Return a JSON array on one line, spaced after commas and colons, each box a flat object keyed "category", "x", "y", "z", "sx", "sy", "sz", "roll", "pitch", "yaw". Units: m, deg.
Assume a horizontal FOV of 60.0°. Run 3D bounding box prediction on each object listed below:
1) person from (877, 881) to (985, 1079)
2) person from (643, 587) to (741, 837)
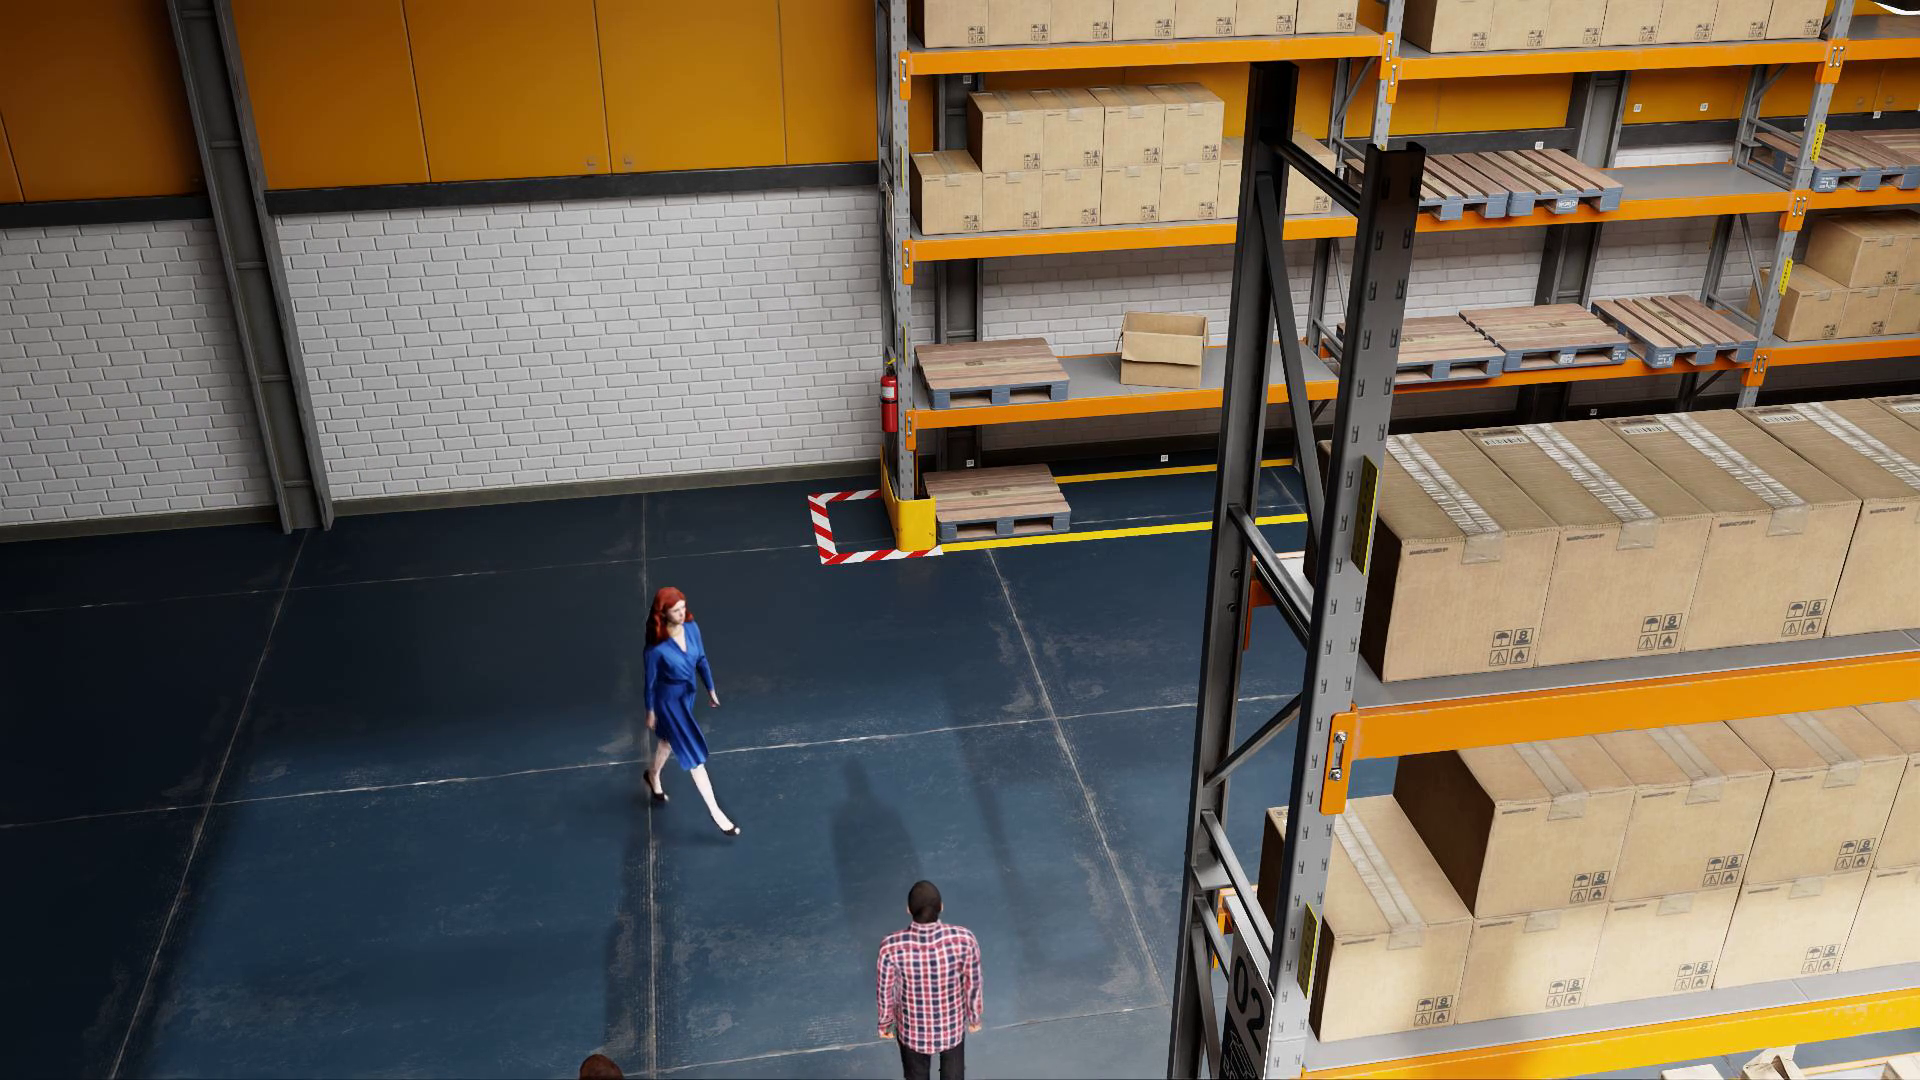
[{"category": "person", "x": -0.140, "y": 2.484, "z": 8.481, "sx": 0.655, "sy": 1.754, "sz": 0.768, "roll": -3, "pitch": 29, "yaw": -6}, {"category": "person", "x": -1.925, "y": 1.091, "z": 11.012, "sx": 1.174, "sy": 1.774, "sz": 1.113, "roll": 19, "pitch": 34, "yaw": 31}]
